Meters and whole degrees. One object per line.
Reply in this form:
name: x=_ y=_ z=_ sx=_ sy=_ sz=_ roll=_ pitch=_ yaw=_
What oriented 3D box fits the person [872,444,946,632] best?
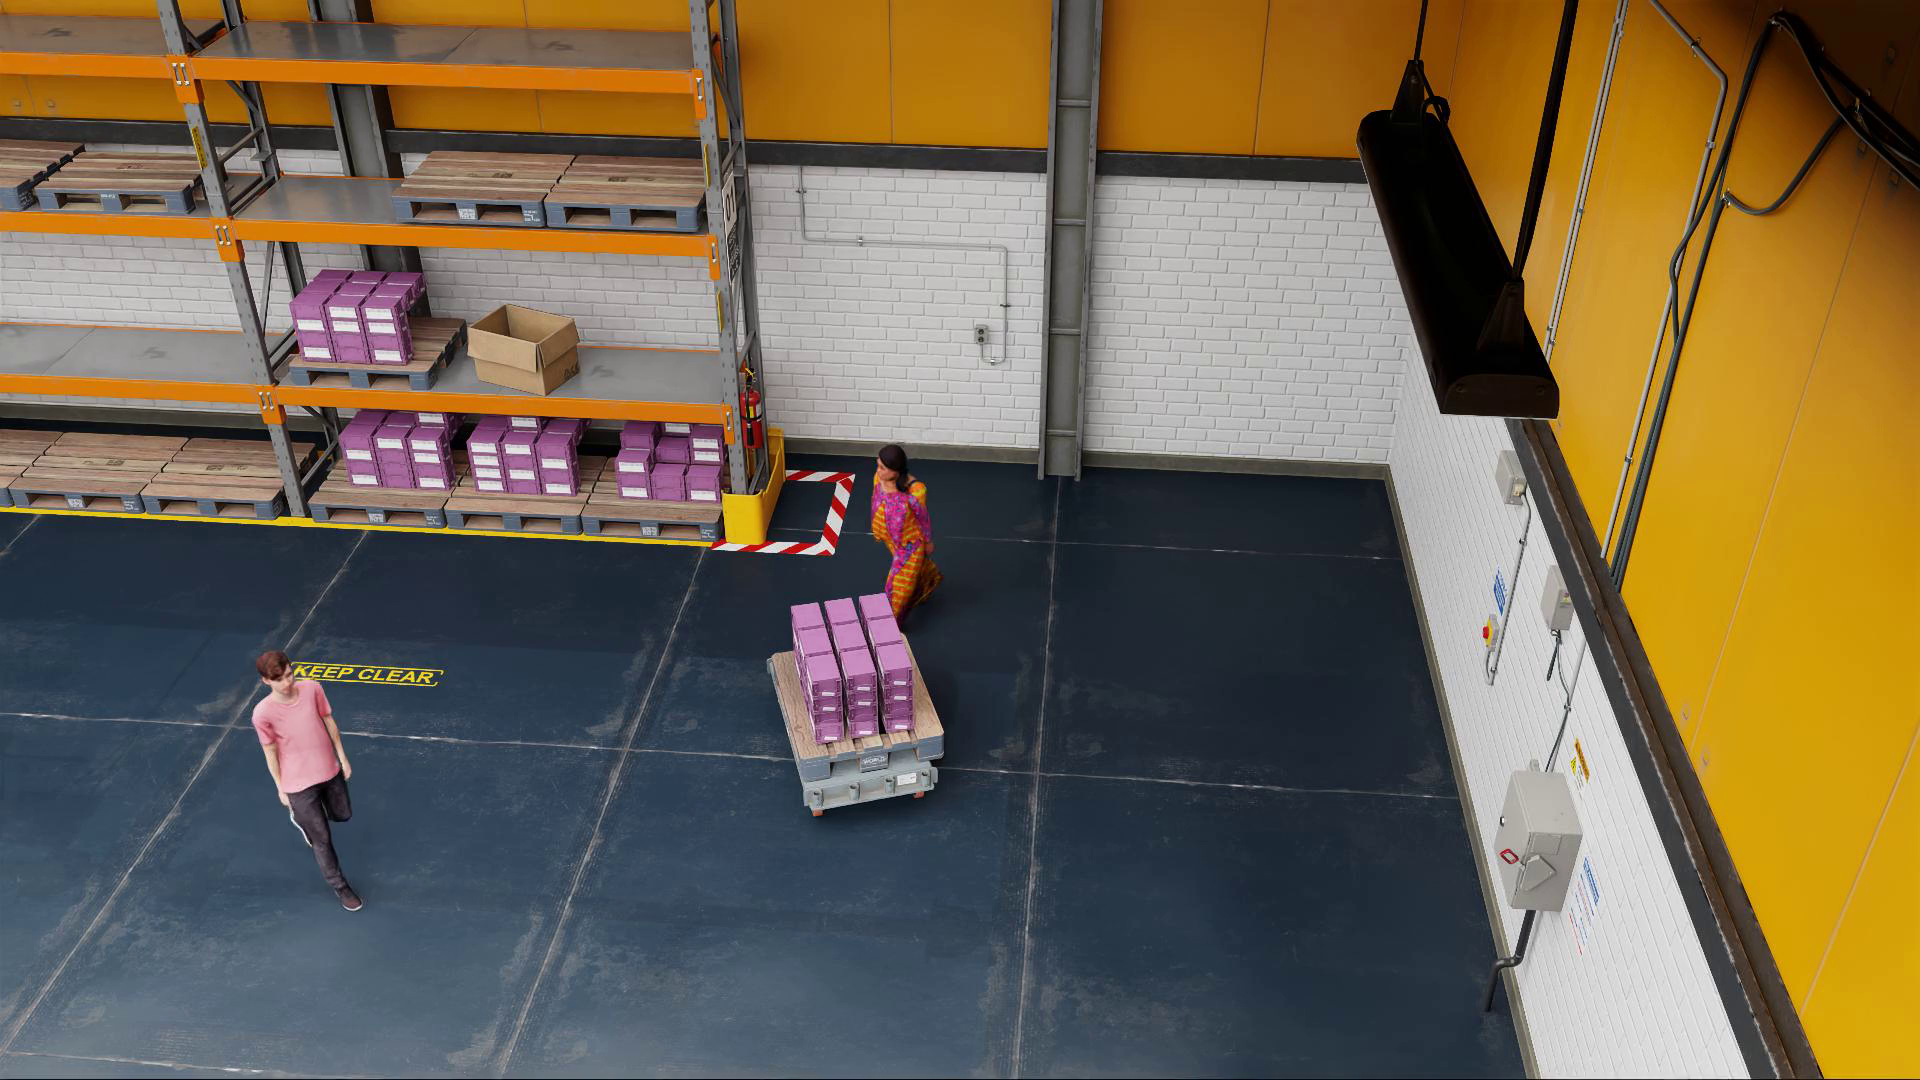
person: x=-0.384 y=-0.081 z=13.067 sx=1.208 sy=1.640 sz=1.208 roll=24 pitch=41 yaw=32

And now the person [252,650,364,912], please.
person: x=-4.146 y=1.442 z=10.504 sx=1.118 sy=1.941 sz=0.968 roll=24 pitch=40 yaw=31
